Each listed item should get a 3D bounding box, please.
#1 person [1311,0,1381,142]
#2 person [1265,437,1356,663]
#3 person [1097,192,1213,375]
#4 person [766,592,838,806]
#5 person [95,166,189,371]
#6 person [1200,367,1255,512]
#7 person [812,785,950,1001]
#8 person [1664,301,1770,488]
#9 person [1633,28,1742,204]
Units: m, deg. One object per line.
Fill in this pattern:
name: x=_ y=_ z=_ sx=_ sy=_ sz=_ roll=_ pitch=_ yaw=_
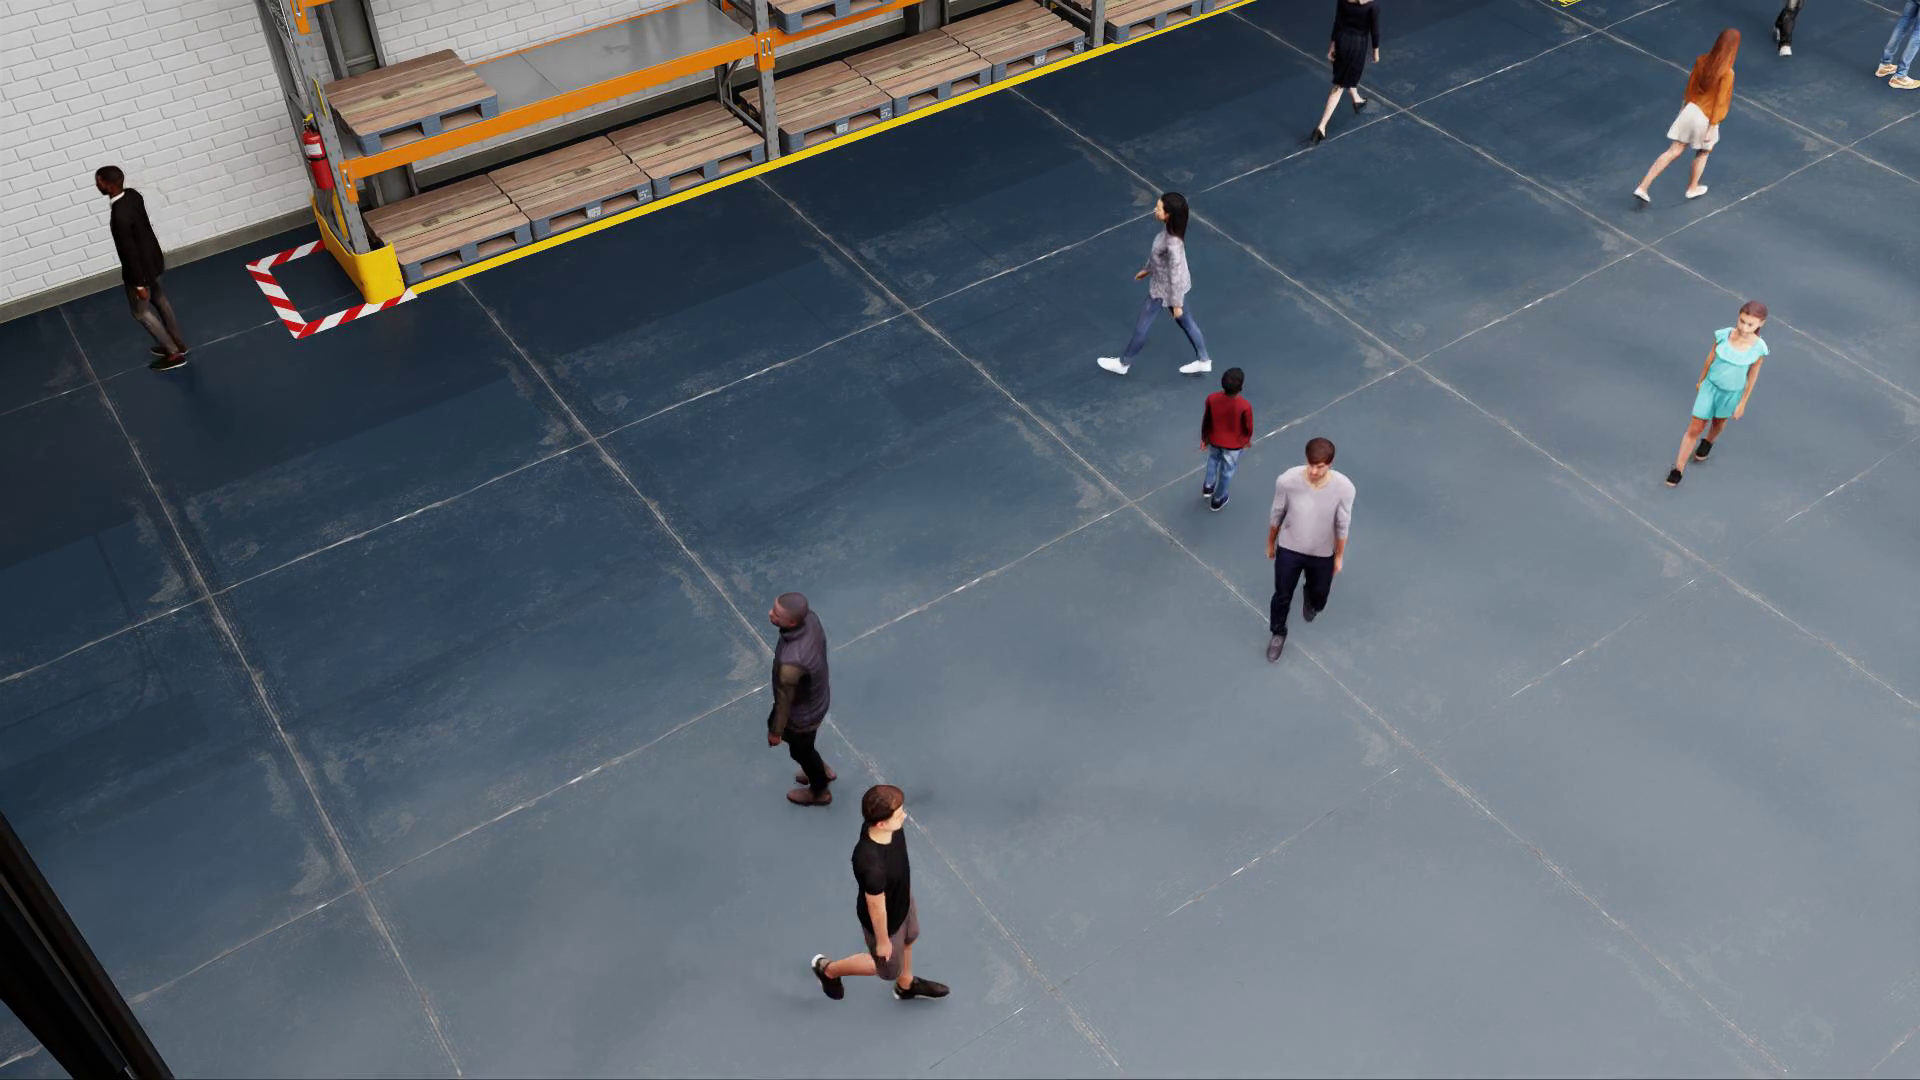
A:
person: x=3.665 y=-4.569 z=15.805 sx=0.813 sy=1.700 sz=1.214 roll=30 pitch=51 yaw=28
person: x=2.288 y=-0.001 z=10.918 sx=0.922 sy=1.826 sz=0.995 roll=12 pitch=45 yaw=12
person: x=1.727 y=-1.957 z=13.075 sx=1.180 sy=1.684 sz=1.133 roll=8 pitch=44 yaw=8
person: x=-0.872 y=0.986 z=9.885 sx=0.857 sy=1.823 sz=0.827 roll=1 pitch=44 yaw=1
person: x=-6.441 y=-2.185 z=13.232 sx=0.805 sy=1.797 sz=0.792 roll=-4 pitch=44 yaw=-4
person: x=1.911 y=-0.700 z=12.073 sx=0.583 sy=1.246 sz=0.614 roll=22 pitch=48 yaw=21
person: x=-0.467 y=1.936 z=8.869 sx=1.117 sy=1.849 sz=1.051 roll=6 pitch=44 yaw=6
person: x=5.690 y=-1.134 z=12.334 sx=0.765 sy=1.515 sz=1.099 roll=28 pitch=50 yaw=26
person: x=6.578 y=-3.762 z=14.966 sx=1.111 sy=1.689 sz=0.728 roll=-19 pitch=47 yaw=-19
